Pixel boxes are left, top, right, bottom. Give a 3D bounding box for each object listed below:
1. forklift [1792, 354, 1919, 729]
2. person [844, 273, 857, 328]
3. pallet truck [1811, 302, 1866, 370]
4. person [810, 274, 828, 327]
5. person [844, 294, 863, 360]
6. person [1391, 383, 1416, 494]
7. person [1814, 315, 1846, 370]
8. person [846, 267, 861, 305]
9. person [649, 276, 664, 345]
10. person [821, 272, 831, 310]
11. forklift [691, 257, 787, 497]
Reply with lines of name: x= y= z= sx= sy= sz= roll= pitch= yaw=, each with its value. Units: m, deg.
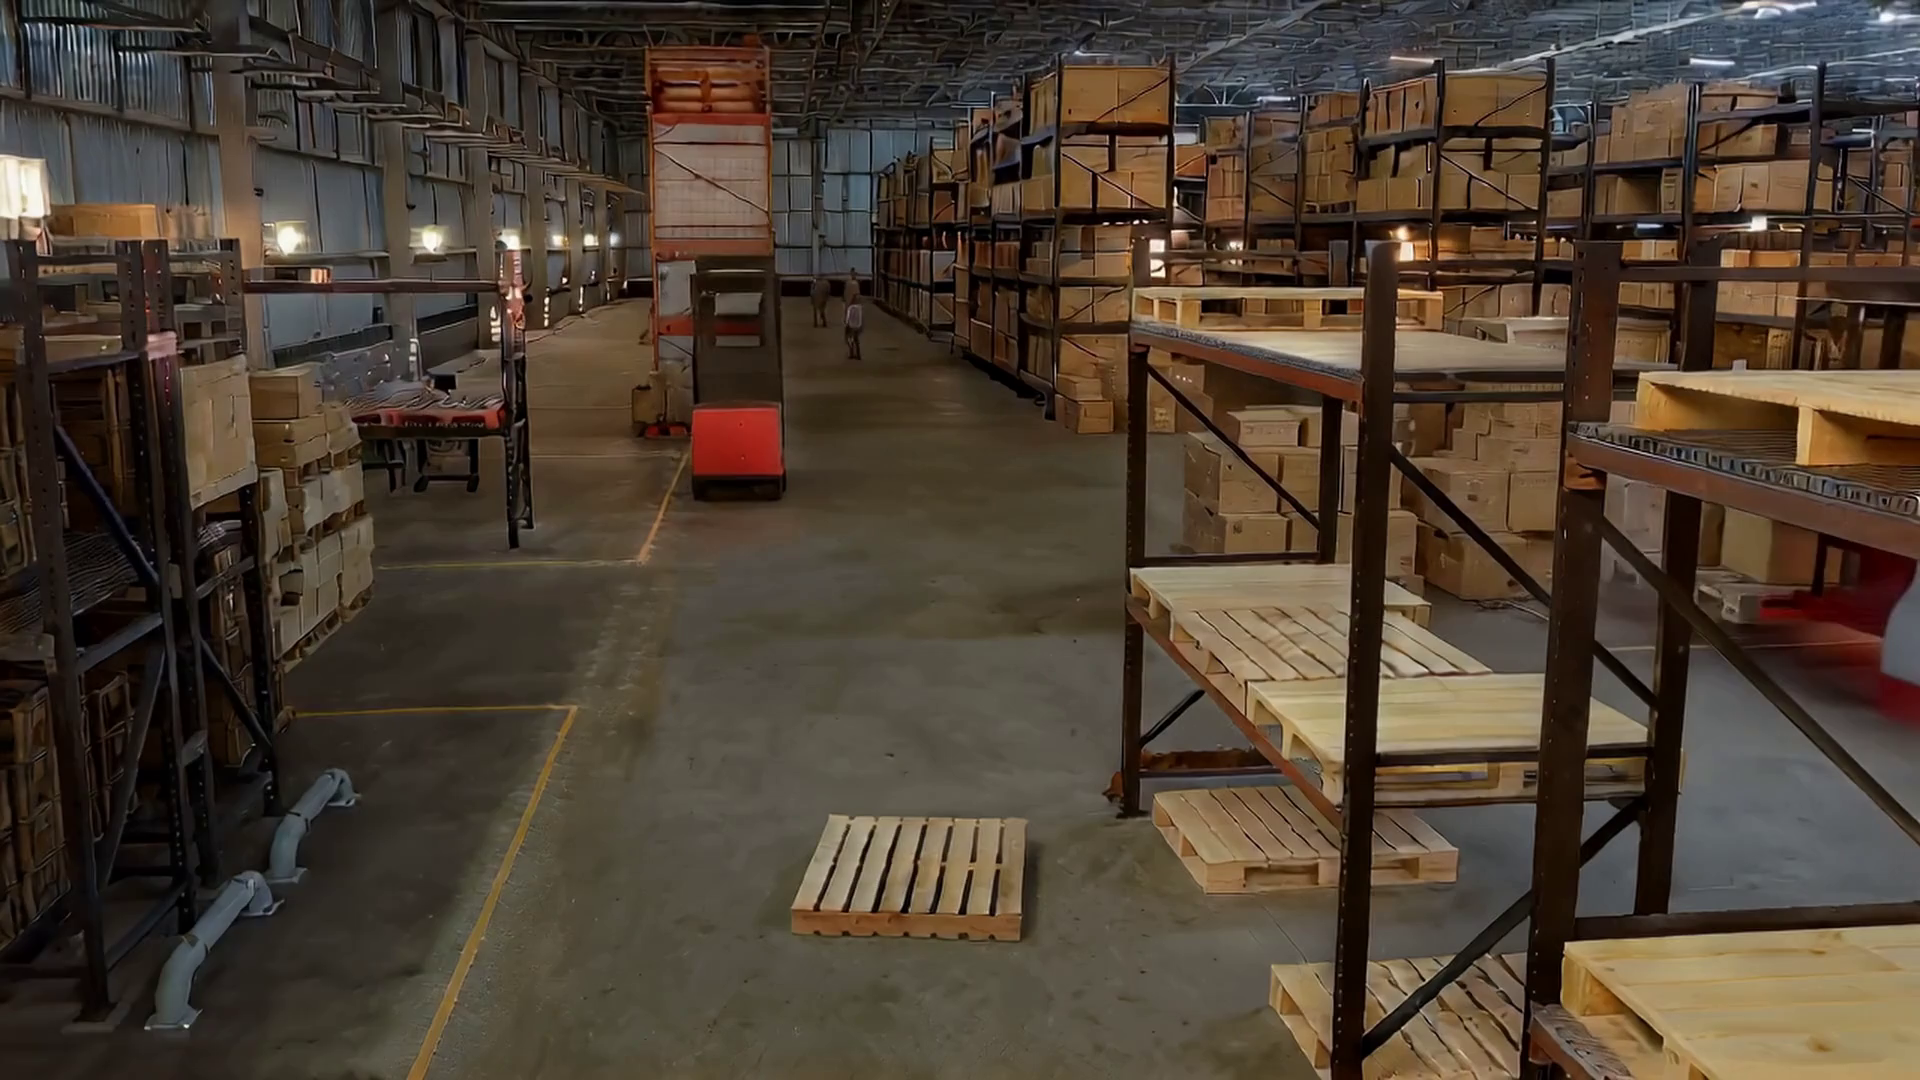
forklift: x=6.352 y=-0.243 z=10.279 sx=1.129 sy=2.768 sz=1.873 roll=-1 pitch=10 yaw=-6
person: x=-3.827 y=-8.309 z=57.672 sx=0.404 sy=1.906 sz=0.651 roll=6 pitch=12 yaw=30
pallet truck: x=15.846 y=-3.142 z=28.793 sx=1.885 sy=1.965 sz=0.823 roll=2 pitch=10 yaw=12
person: x=-4.863 y=-8.297 z=57.724 sx=0.655 sy=1.877 sz=0.768 roll=-4 pitch=11 yaw=-19
person: x=-2.714 y=-5.402 z=42.165 sx=0.557 sy=1.675 sz=0.561 roll=-10 pitch=14 yaw=-43
person: x=5.278 y=-1.527 z=20.012 sx=0.357 sy=1.937 sz=0.552 roll=-7 pitch=12 yaw=-32
person: x=13.120 y=-2.439 z=25.147 sx=0.397 sy=1.911 sz=0.587 roll=10 pitch=14 yaw=43
person: x=-4.309 y=-10.038 z=67.181 sx=0.627 sy=1.934 sz=0.371 roll=-2 pitch=10 yaw=-13
person: x=-8.806 y=-6.665 z=48.185 sx=0.374 sy=2.043 sz=0.614 roll=3 pitch=11 yaw=18
person: x=-5.892 y=-10.928 z=72.980 sx=0.519 sy=1.624 sz=0.527 roll=1 pitch=10 yaw=8
forklift: x=-2.682 y=-2.006 z=20.050 sx=1.129 sy=2.768 sz=1.873 roll=-1 pitch=10 yaw=-6
